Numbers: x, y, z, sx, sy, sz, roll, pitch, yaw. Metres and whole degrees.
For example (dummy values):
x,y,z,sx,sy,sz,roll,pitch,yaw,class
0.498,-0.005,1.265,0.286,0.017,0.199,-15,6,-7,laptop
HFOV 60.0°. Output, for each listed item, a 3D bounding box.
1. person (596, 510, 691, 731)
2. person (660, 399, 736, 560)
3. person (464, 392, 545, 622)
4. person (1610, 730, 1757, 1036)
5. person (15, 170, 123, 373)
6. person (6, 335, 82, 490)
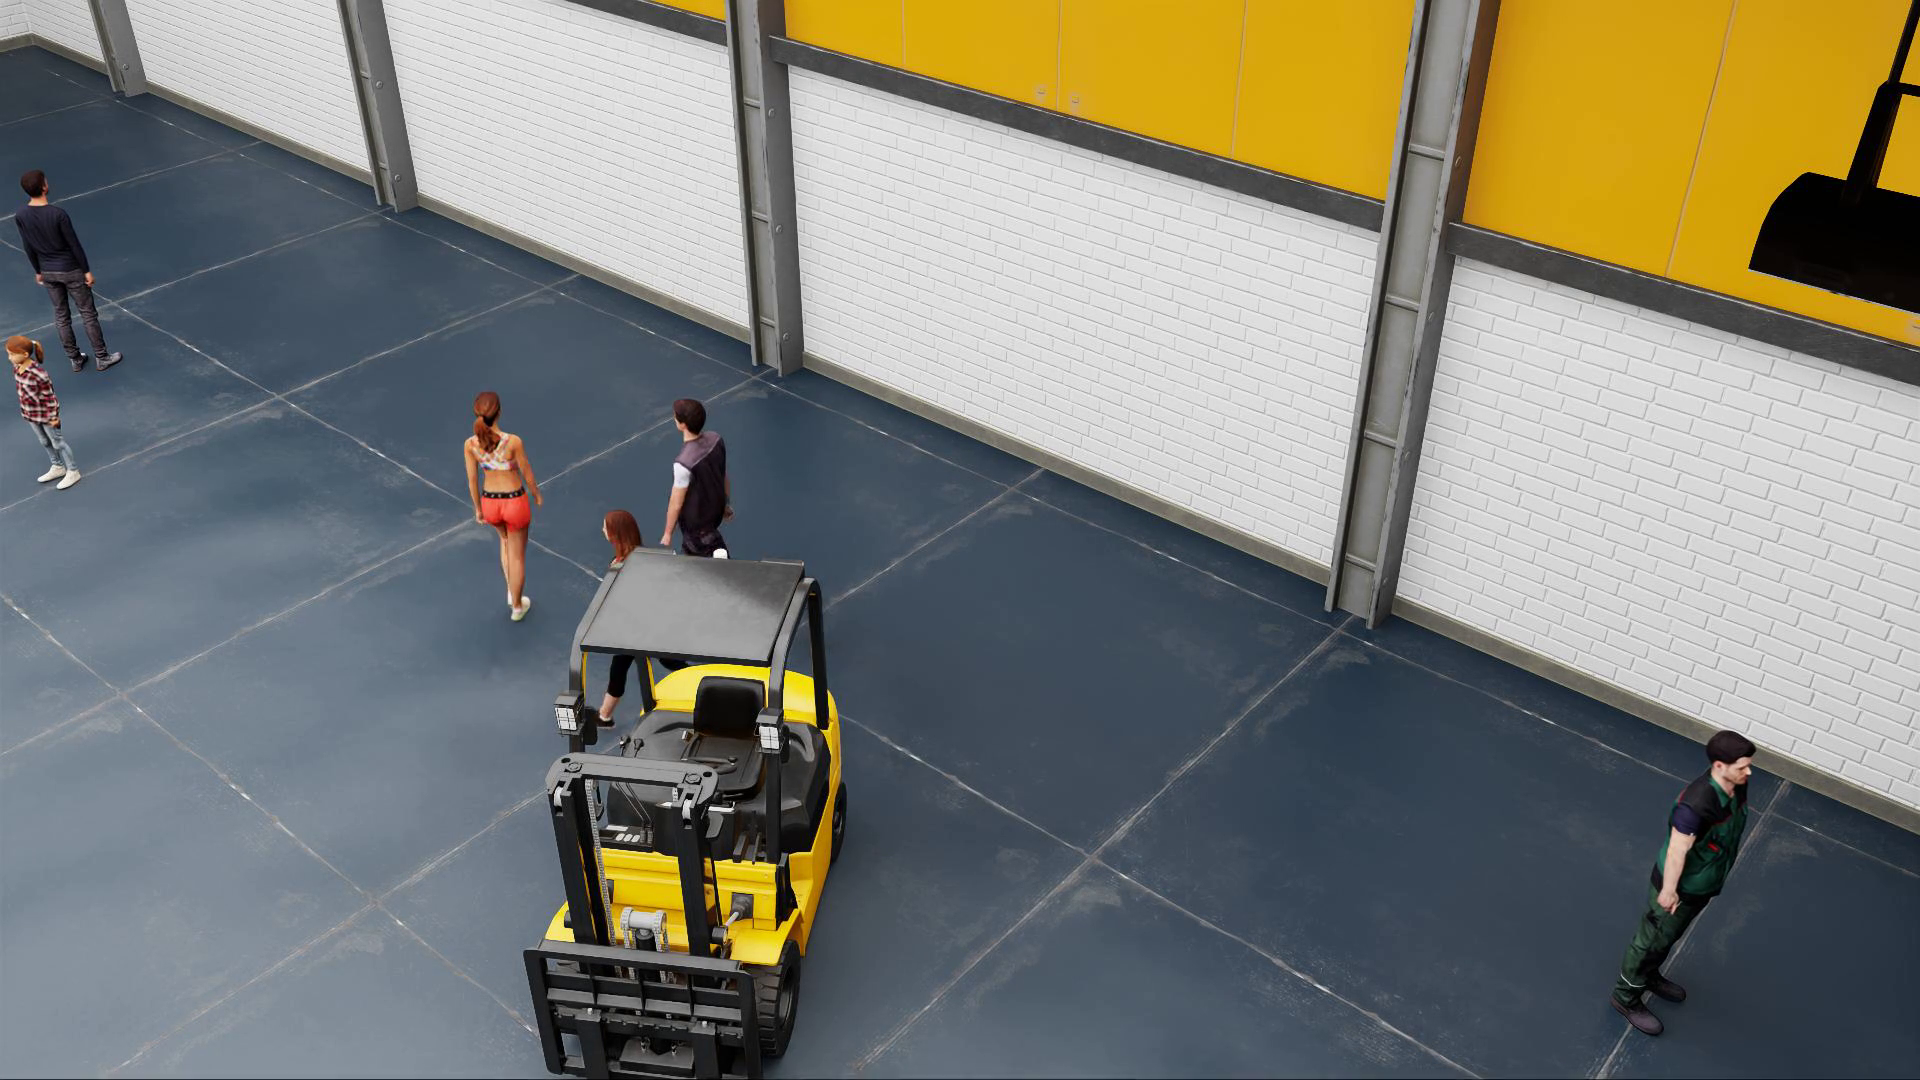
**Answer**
x,y,z,sx,sy,sz,roll,pitch,yaw,class
-1.946,0.557,10.594,1.226,1.678,1.055,2,34,3,person
-1.692,-0.111,11.480,1.232,1.809,0.928,12,36,18,person
-3.190,-0.181,11.614,0.711,1.778,0.778,3,34,5,person
3.767,1.731,8.627,0.574,1.899,0.687,28,42,35,person
-8.025,-2.396,14.863,0.700,1.869,0.777,-1,34,-1,person
-7.364,-1.042,13.336,0.506,1.305,0.635,16,37,23,person
